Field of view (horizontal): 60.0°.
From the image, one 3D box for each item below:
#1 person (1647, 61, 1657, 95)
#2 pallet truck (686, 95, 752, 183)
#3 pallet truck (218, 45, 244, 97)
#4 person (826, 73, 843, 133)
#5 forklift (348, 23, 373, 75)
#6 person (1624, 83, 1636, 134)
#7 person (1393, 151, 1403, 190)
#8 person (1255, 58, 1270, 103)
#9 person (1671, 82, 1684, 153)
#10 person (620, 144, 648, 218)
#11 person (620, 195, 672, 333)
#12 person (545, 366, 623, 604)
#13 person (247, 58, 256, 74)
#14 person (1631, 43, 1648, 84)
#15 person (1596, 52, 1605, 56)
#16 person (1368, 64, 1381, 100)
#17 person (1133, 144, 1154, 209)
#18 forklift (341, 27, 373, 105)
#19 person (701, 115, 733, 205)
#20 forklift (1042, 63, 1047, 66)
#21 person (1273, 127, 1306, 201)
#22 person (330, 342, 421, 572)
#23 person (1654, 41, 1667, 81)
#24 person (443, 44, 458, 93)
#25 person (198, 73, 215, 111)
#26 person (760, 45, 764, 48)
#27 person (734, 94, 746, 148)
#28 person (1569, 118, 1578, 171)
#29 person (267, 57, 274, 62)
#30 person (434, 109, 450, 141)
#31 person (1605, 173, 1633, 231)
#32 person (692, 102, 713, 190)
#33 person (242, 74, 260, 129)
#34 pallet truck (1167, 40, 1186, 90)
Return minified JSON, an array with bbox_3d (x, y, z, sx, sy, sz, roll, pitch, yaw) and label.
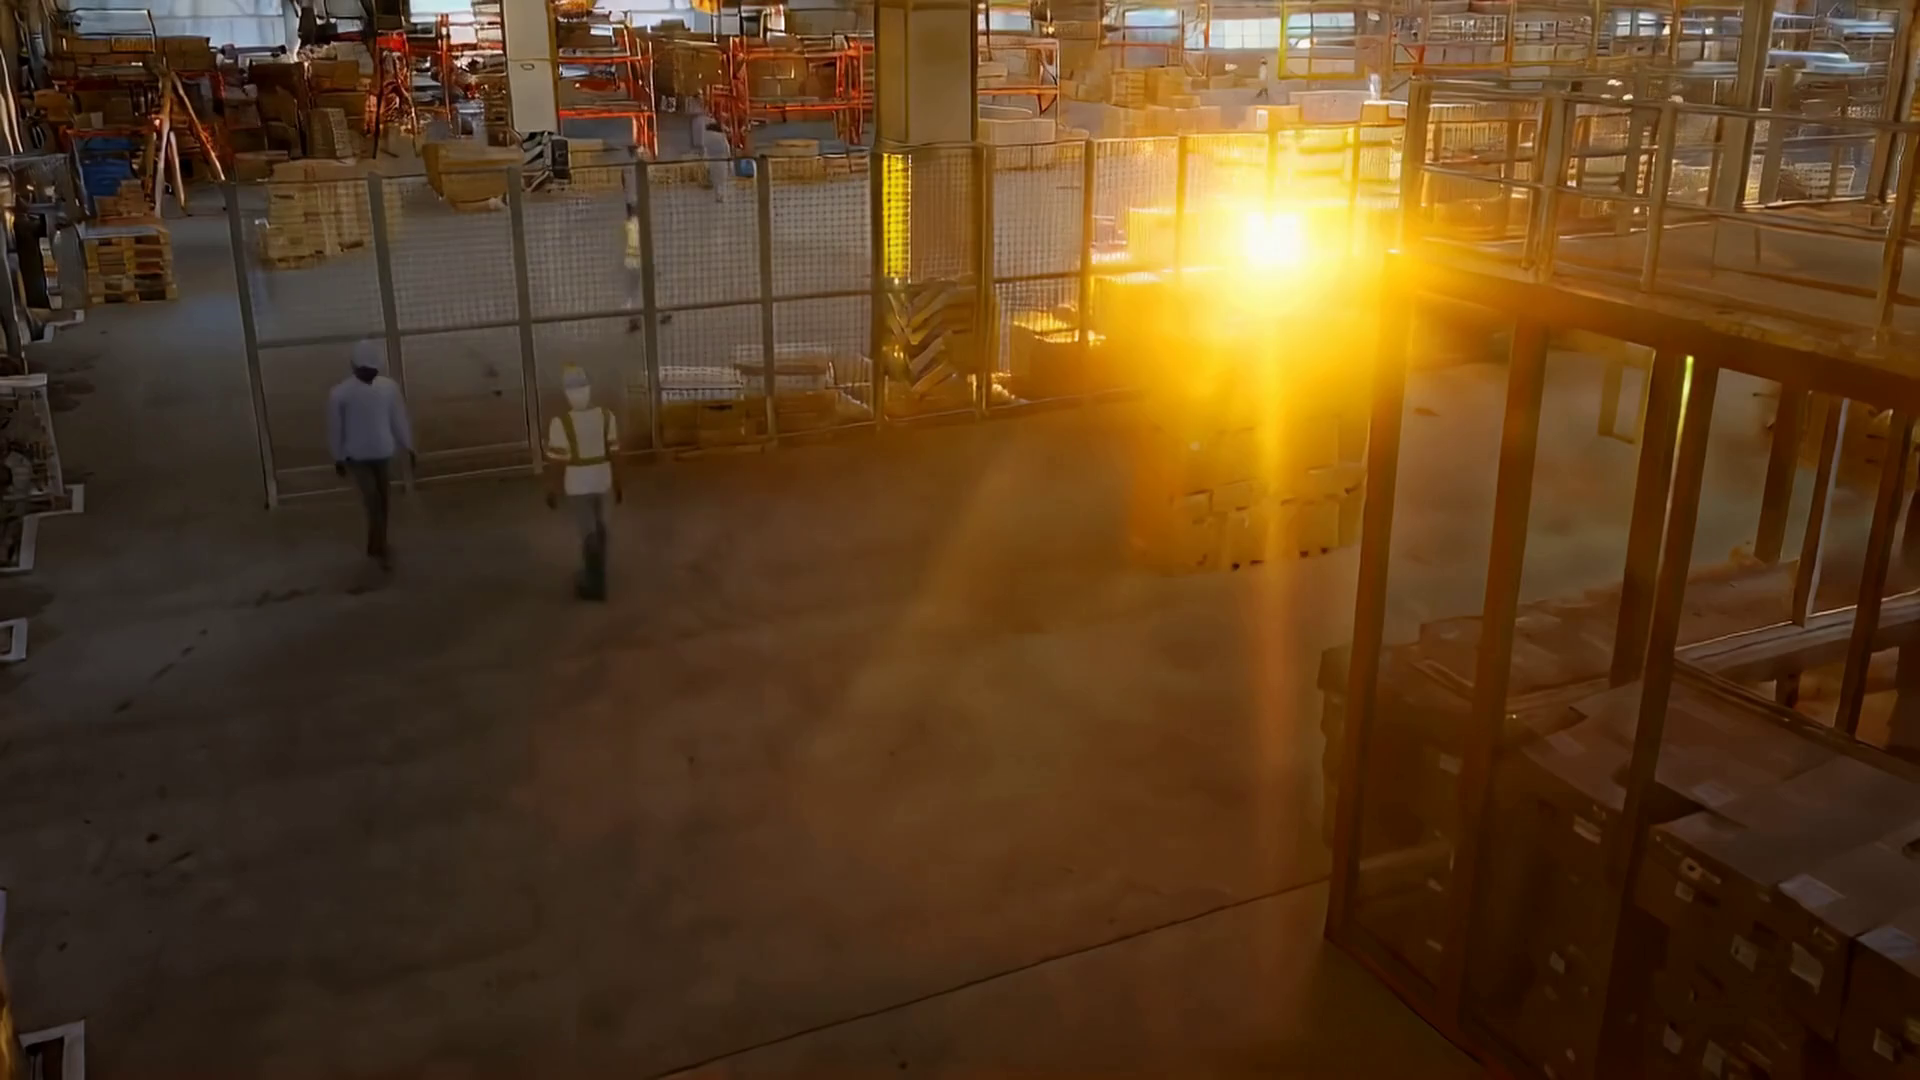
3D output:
[{"bbox_3d":[25.072,-16.607,60.640,0.773,1.670,0.531,-12,22,-30],"label":"person"},{"bbox_3d":[-5.836,-9.608,39.856,0.823,1.965,1.885,10,22,27],"label":"pallet truck"},{"bbox_3d":[-28.879,-18.665,66.111,0.823,1.965,1.885,-3,19,-9],"label":"pallet truck"},{"bbox_3d":[-3.885,-13.572,51.647,0.523,1.787,0.970,-2,19,-4],"label":"person"},{"bbox_3d":[-23.273,-18.693,64.859,1.129,2.768,1.873,14,23,35],"label":"forklift"},{"bbox_3d":[19.814,-12.623,49.093,0.539,1.679,0.668,3,19,9],"label":"person"},{"bbox_3d":[8.701,-6.910,32.363,1.011,1.776,0.630,14,23,34],"label":"person"},{"bbox_3d":[11.475,-17.308,62.658,0.718,1.662,0.567,4,19,10],"label":"person"},{"bbox_3d":[19.617,-11.549,45.589,0.506,1.923,0.559,18,26,41],"label":"person"},{"bbox_3d":[-6.349,-6.905,32.540,0.540,1.655,0.863,-8,21,-22],"label":"person"},{"bbox_3d":[-4.459,-3.932,23.534,0.656,1.901,0.947,6,20,17],"label":"person"},{"bbox_3d":[-3.046,-0.452,13.447,0.571,1.903,0.672,-14,24,-36],"label":"person"},{"bbox_3d":[-24.419,-15.688,57.572,0.357,1.937,0.550,-7,20,-19],"label":"person"},{"bbox_3d":[27.904,-19.425,68.400,0.636,1.939,0.364,4,19,10],"label":"person"},{"bbox_3d":[28.762,-21.539,74.981,0.511,1.641,0.307,4,19,12],"label":"person"},{"bbox_3d":[13.394,-14.414,53.834,0.362,1.963,0.613,10,21,26],"label":"person"},{"bbox_3d":[3.279,-6.156,29.967,0.391,1.923,0.589,-6,20,-16],"label":"person"},{"bbox_3d":[-22.275,-17.346,60.954,1.873,2.768,1.129,-9,21,-25],"label":"forklift"},{"bbox_3d":[-5.257,-8.210,35.961,0.664,1.893,0.610,0,19,-1],"label":"person"},{"bbox_3d":[4.479,-25.641,84.998,1.873,2.768,1.129,-9,21,-25],"label":"forklift"},{"bbox_3d":[6.728,-7.534,34.102,0.647,1.825,0.557,7,20,18],"label":"person"},{"bbox_3d":[-4.960,-0.725,14.156,0.754,1.954,0.651,16,25,39],"label":"person"},{"bbox_3d":[31.409,-21.573,74.670,0.643,1.913,0.408,-6,20,-17],"label":"person"},{"bbox_3d":[-20.738,-19.146,67.610,0.658,1.924,0.443,0,19,-1],"label":"person"},{"bbox_3d":[-24.783,-14.544,54.723,0.546,1.623,0.373,-2,19,-5],"label":"person"},{"bbox_3d":[-8.212,-19.621,69.093,0.611,1.853,1.068,-10,21,-26],"label":"person"},{"bbox_3d":[-5.790,-10.936,44.101,0.311,1.736,0.483,7,20,19],"label":"person"},{"bbox_3d":[13.958,-9.114,38.380,0.410,2.035,0.601,-2,19,-6],"label":"person"},{"bbox_3d":[-23.870,-15.830,57.983,0.355,1.936,0.635,1,19,2],"label":"person"},{"bbox_3d":[-12.232,-9.334,39.470,0.595,1.724,0.723,14,23,35],"label":"person"},{"bbox_3d":[10.710,-5.014,26.835,0.958,1.795,0.655,5,20,13],"label":"person"},{"bbox_3d":[-5.968,-9.093,38.390,0.495,1.979,0.620,10,21,26],"label":"person"},{"bbox_3d":[-21.363,-13.078,50.109,0.578,1.862,0.580,11,22,30],"label":"person"},{"bbox_3d":[9.045,-19.971,69.895,0.823,1.965,1.885,-3,19,-8],"label":"pallet truck"}]
